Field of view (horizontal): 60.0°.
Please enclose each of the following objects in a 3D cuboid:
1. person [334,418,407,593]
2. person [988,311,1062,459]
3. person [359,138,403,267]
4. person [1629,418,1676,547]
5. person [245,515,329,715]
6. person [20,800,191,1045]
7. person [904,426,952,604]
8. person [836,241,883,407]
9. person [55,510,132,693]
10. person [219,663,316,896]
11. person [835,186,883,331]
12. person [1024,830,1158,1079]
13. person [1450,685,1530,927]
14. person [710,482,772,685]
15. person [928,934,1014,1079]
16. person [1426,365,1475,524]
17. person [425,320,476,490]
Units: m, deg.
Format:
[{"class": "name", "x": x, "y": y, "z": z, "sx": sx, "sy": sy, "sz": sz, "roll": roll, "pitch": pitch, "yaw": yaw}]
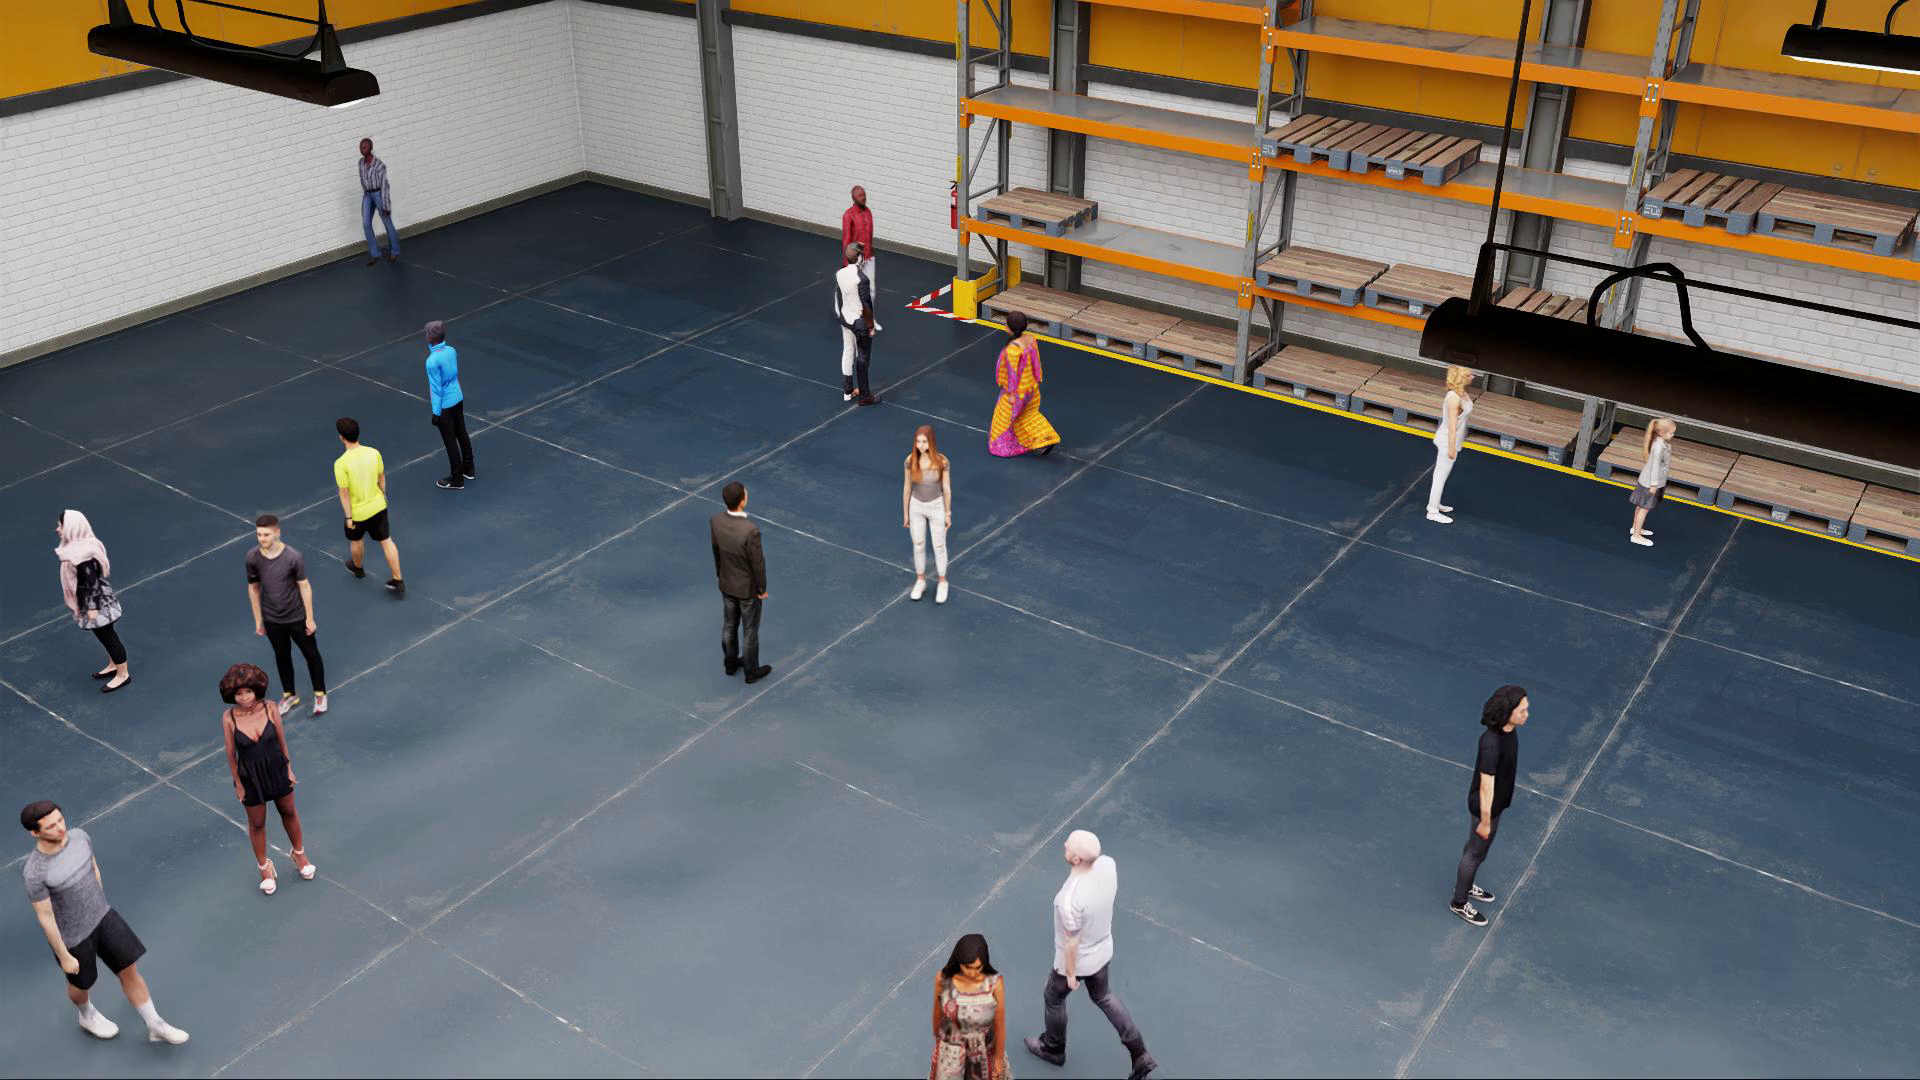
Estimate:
[{"class": "person", "x": -5.330, "y": -0.276, "z": 15.057, "sx": 1.128, "sy": 1.667, "sz": 0.763, "roll": 25, "pitch": 37, "yaw": 37}, {"class": "person", "x": 0.661, "y": -1.617, "z": 17.530, "sx": 1.077, "sy": 1.653, "sz": 0.703, "roll": 15, "pitch": 32, "yaw": 25}, {"class": "person", "x": -8.021, "y": -4.713, "z": 23.083, "sx": 0.816, "sy": 1.771, "sz": 0.814, "roll": 11, "pitch": 31, "yaw": 20}, {"class": "person", "x": 6.668, "y": -0.586, "z": 16.033, "sx": 0.579, "sy": 1.277, "sz": 0.558, "roll": 10, "pitch": 30, "yaw": 18}, {"class": "person", "x": -5.405, "y": 0.597, "z": 13.357, "sx": 0.684, "sy": 1.764, "sz": 0.775, "roll": -1, "pitch": 29, "yaw": -2}, {"class": "person", "x": -5.421, "y": 2.328, "z": 10.105, "sx": 1.128, "sy": 1.839, "sz": 0.836, "roll": 11, "pitch": 30, "yaw": 19}, {"class": "person", "x": -0.281, "y": -0.255, "z": 14.965, "sx": 0.584, "sy": 1.719, "sz": 0.715, "roll": 4, "pitch": 29, "yaw": 8}, {"class": "person", "x": -1.181, "y": -2.460, "z": 18.825, "sx": 0.790, "sy": 1.893, "sz": 0.601, "roll": -24, "pitch": 37, "yaw": -37}, {"class": "person", "x": -7.146, "y": 0.476, "z": 13.710, "sx": 0.770, "sy": 1.638, "sz": 0.663, "roll": -19, "pitch": 34, "yaw": -31}, {"class": "person", "x": -4.790, "y": 1.627, "z": 11.441, "sx": 0.623, "sy": 1.790, "sz": 0.638, "roll": -18, "pitch": 33, "yaw": -29}, {"class": "person", "x": -1.327, "y": -3.577, "z": 20.971, "sx": 0.847, "sy": 1.800, "sz": 1.153, "roll": -23, "pitch": 36, "yaw": -36}, {"class": "person", "x": 0.804, "y": 2.490, "z": 9.840, "sx": 1.124, "sy": 1.809, "sz": 0.718, "roll": 22, "pitch": 36, "yaw": 35}, {"class": "person", "x": 3.559, "y": 1.735, "z": 11.195, "sx": 0.561, "sy": 1.835, "sz": 0.667, "roll": 14, "pitch": 31, "yaw": 23}, {"class": "person", "x": -1.829, "y": 0.345, "z": 13.780, "sx": 0.464, "sy": 1.801, "sz": 0.737, "roll": 18, "pitch": 33, "yaw": 29}, {"class": "person", "x": 0.084, "y": 2.815, "z": 9.439, "sx": 1.037, "sy": 1.621, "sz": 0.976, "roll": 5, "pitch": 29, "yaw": 9}, {"class": "person", "x": 4.811, "y": -0.999, "z": 16.379, "sx": 0.639, "sy": 1.670, "sz": 0.656, "roll": 9, "pitch": 30, "yaw": 16}, {"class": "person", "x": -5.214, "y": -1.391, "z": 16.970, "sx": 0.665, "sy": 1.794, "sz": 0.678, "roll": 7, "pitch": 29, "yaw": 12}]
